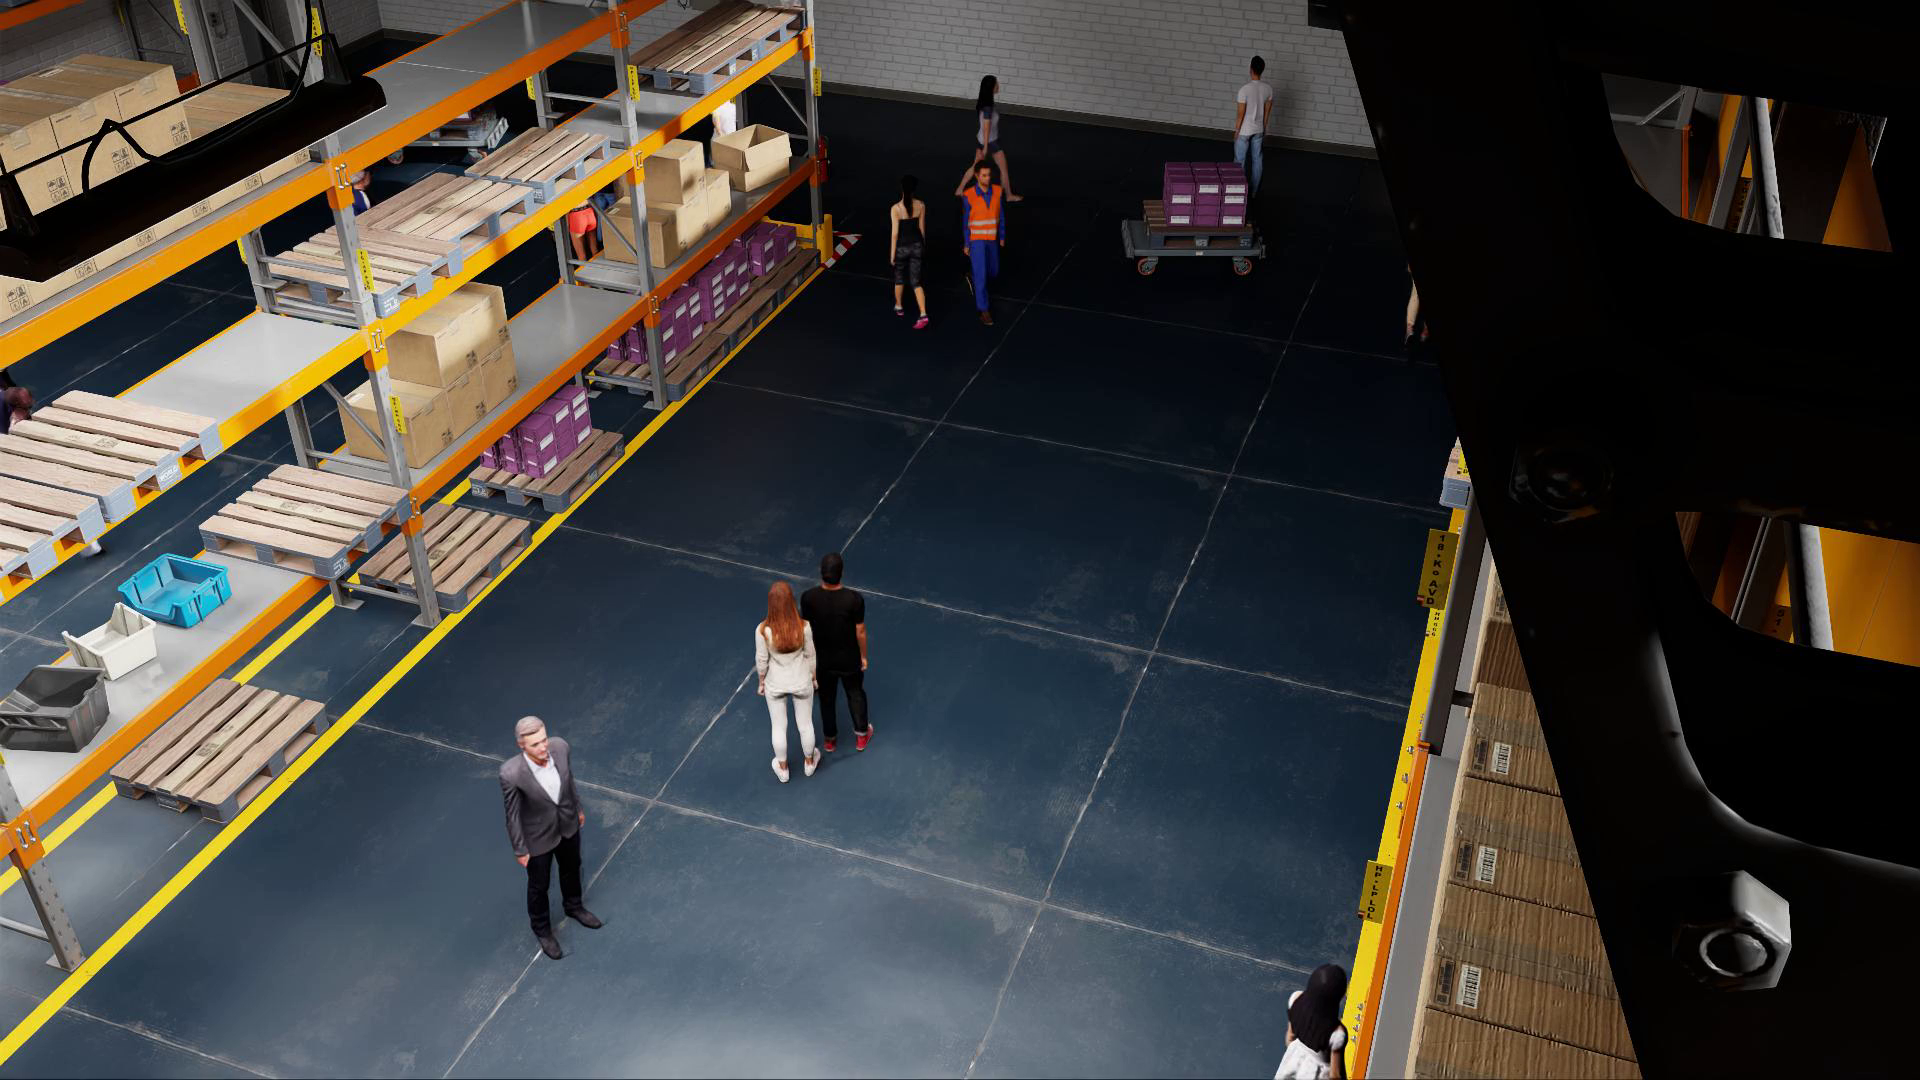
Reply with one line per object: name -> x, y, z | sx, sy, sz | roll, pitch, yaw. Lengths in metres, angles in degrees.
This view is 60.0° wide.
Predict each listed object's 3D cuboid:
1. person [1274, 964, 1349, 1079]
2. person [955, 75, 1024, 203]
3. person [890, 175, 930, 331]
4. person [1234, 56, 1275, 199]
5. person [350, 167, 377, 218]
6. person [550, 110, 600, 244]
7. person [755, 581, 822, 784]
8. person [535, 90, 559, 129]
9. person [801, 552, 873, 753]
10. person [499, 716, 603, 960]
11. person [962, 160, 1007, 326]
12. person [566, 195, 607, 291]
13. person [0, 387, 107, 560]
person -> 1.903, 2.968, 9.059 | 0.819, 1.769, 0.782 | -21, 39, -28
person -> 0.282, -5.107, 21.302 | 0.997, 1.664, 1.134 | -4, 34, -6
person -> -0.515, -3.134, 18.311 | 1.040, 1.689, 1.145 | -14, 36, -20
person -> 3.744, -5.298, 21.407 | 0.749, 1.867, 0.804 | -14, 36, -20
person -> -6.607, -3.283, 18.412 | 1.014, 1.827, 0.912 | -21, 39, -28
person -> -4.779, -4.383, 20.214 | 0.940, 1.662, 1.204 | 28, 43, 36
person -> -1.239, 1.032, 12.023 | 0.693, 1.713, 0.706 | -5, 34, -7
person -> -5.257, -4.925, 21.081 | 0.849, 1.607, 0.799 | -9, 35, -14
person -> -0.939, 0.853, 12.253 | 0.693, 1.756, 0.691 | 2, 34, 4
person -> -2.639, 1.849, 10.679 | 0.853, 1.839, 0.651 | 24, 40, 31
person -> 0.220, -3.351, 18.495 | 1.042, 1.848, 1.094 | -15, 37, -22
person -> -4.321, -3.675, 19.038 | 0.694, 1.786, 0.573 | 26, 41, 33
person -> -7.940, -0.514, 14.300 | 0.817, 1.767, 1.021 | 28, 43, 35
